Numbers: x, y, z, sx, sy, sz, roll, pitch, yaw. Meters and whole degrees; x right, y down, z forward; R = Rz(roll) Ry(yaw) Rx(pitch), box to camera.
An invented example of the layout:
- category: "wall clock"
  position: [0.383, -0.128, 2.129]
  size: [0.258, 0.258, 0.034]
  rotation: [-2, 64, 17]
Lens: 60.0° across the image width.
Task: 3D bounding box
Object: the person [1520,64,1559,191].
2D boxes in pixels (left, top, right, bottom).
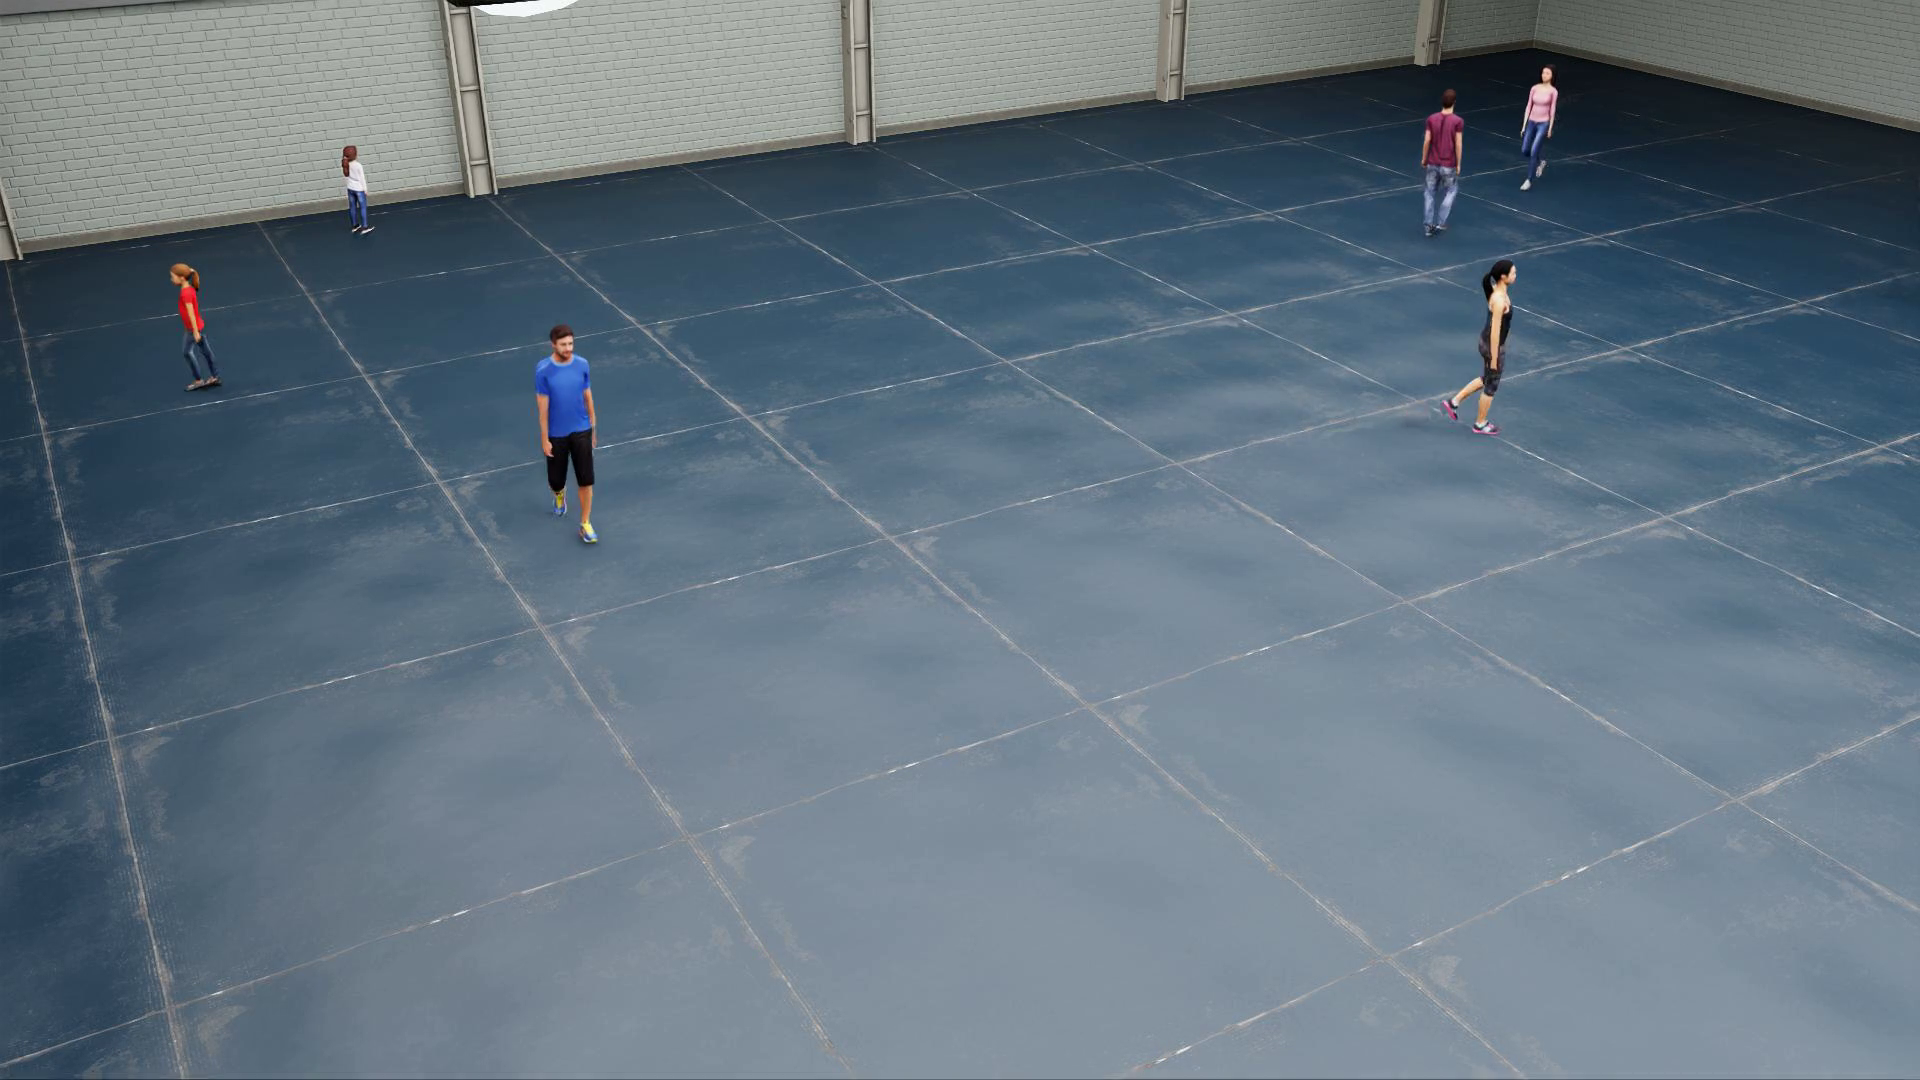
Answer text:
- category: "person"
  position: [8.166, -5.823, 23.378]
  size: [0.721, 1.729, 0.933]
  rotation: [24, 36, 39]

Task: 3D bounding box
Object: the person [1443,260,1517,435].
- category: "person"
  position: [4.887, -1.800, 15.580]
  size: [0.914, 1.716, 0.837]
  rotation: [5, 28, 9]

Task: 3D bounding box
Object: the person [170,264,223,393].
- category: "person"
  position: [-7.618, -2.141, 16.700]
  size: [0.618, 1.298, 0.560]
  rotation: [-9, 29, -17]

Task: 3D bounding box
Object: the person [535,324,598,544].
- category: "person"
  position: [-3.248, -0.908, 13.698]
  size: [0.888, 1.855, 0.723]
  rotation: [-12, 30, -22]

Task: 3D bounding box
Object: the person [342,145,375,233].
- category: "person"
  position: [-7.875, -4.590, 21.663]
  size: [0.526, 1.108, 0.580]
  rotation: [9, 29, 17]

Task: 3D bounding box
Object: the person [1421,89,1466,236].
- category: "person"
  position: [6.139, -4.801, 21.278]
  size: [0.816, 1.835, 0.821]
  rotation: [16, 31, 28]
